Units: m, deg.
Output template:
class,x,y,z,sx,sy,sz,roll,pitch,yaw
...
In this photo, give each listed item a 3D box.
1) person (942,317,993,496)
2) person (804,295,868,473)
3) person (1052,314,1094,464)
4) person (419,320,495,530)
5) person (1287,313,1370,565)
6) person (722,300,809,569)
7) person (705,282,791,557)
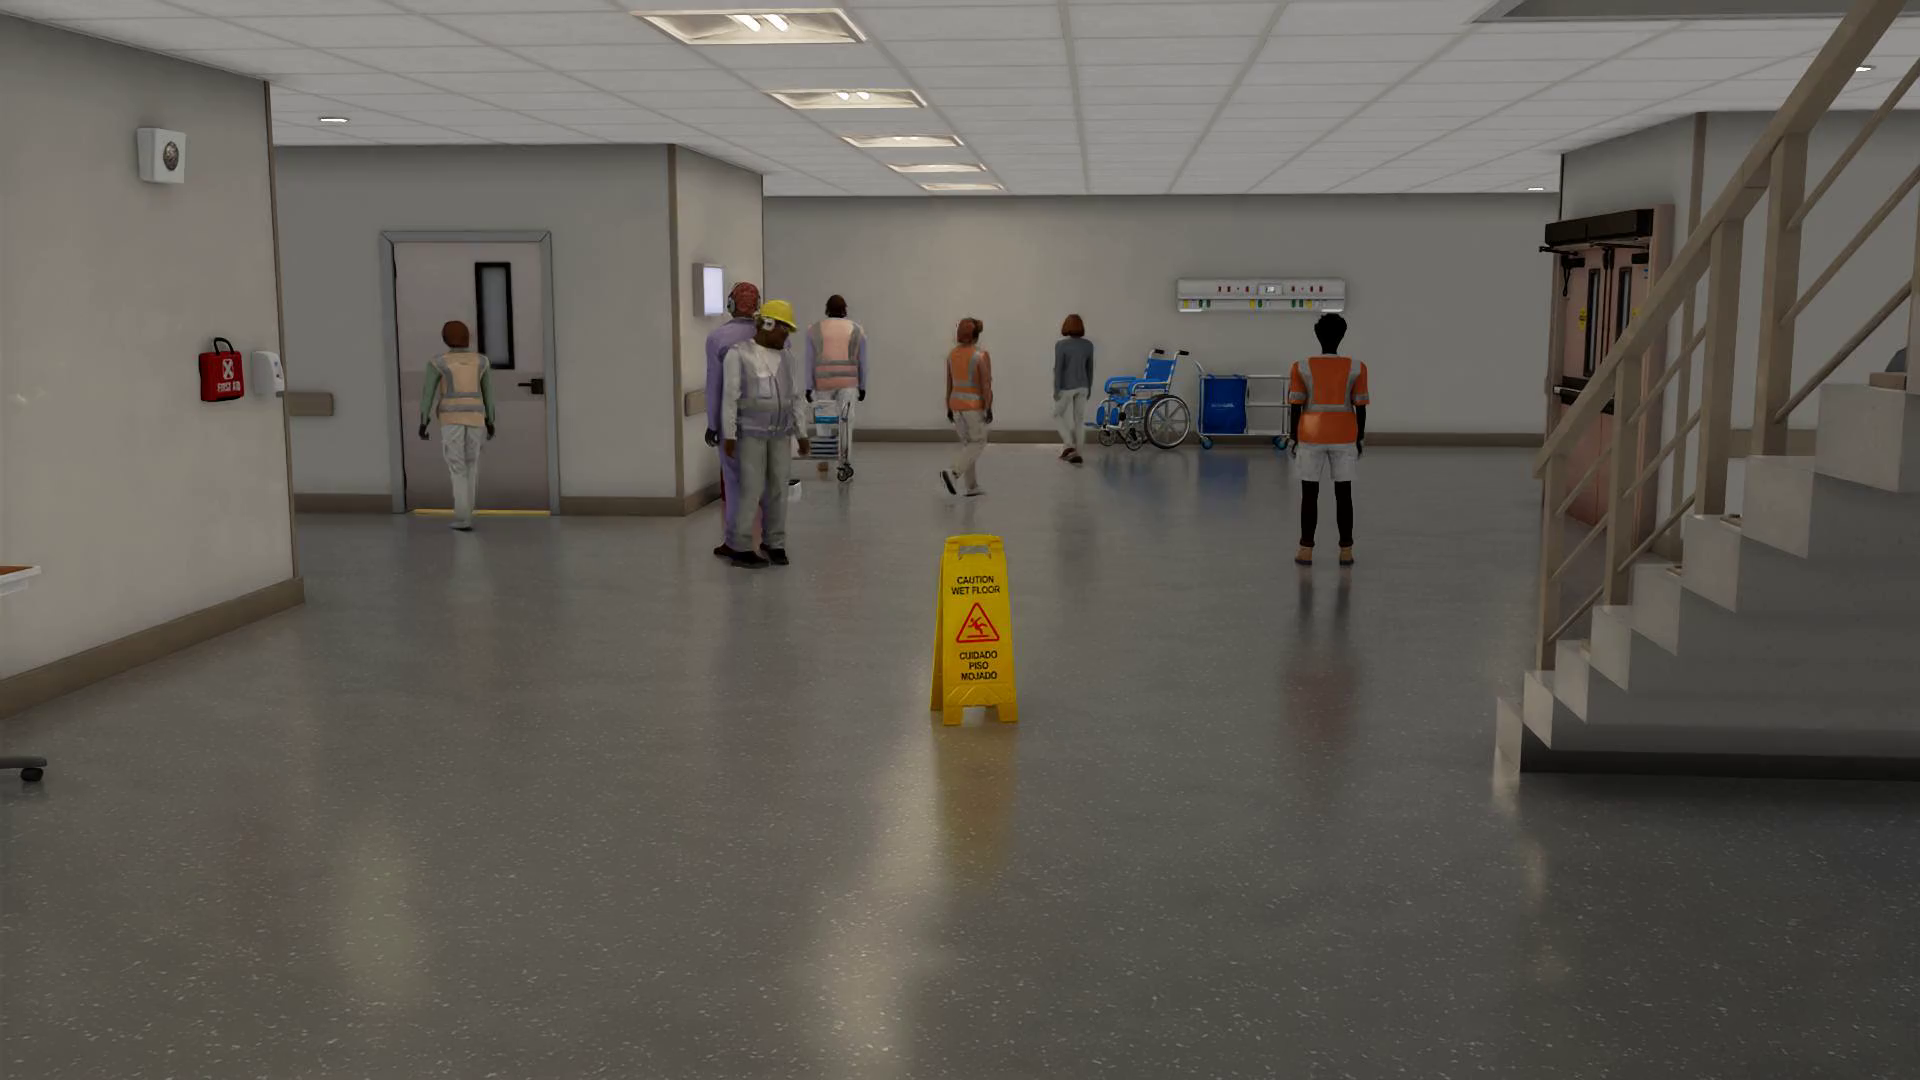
class,x,y,z,sx,sy,sz,roll,pitch,yaw
person,0.041,-1.177,14.871,0.528,1.618,0.566,8,12,44
person,-1.260,-1.570,16.906,0.644,1.811,0.825,-1,8,-6
person,1.209,-1.623,17.924,0.520,1.617,0.370,-4,9,-28
person,-3.956,-0.900,12.988,0.545,1.613,0.671,-7,11,-40
person,2.466,-0.669,11.178,0.542,1.695,0.316,1,8,5
person,-1.328,-0.708,11.196,0.667,1.781,0.474,-7,11,-39
person,-1.493,-0.834,11.592,0.642,1.909,0.408,-6,10,-34
